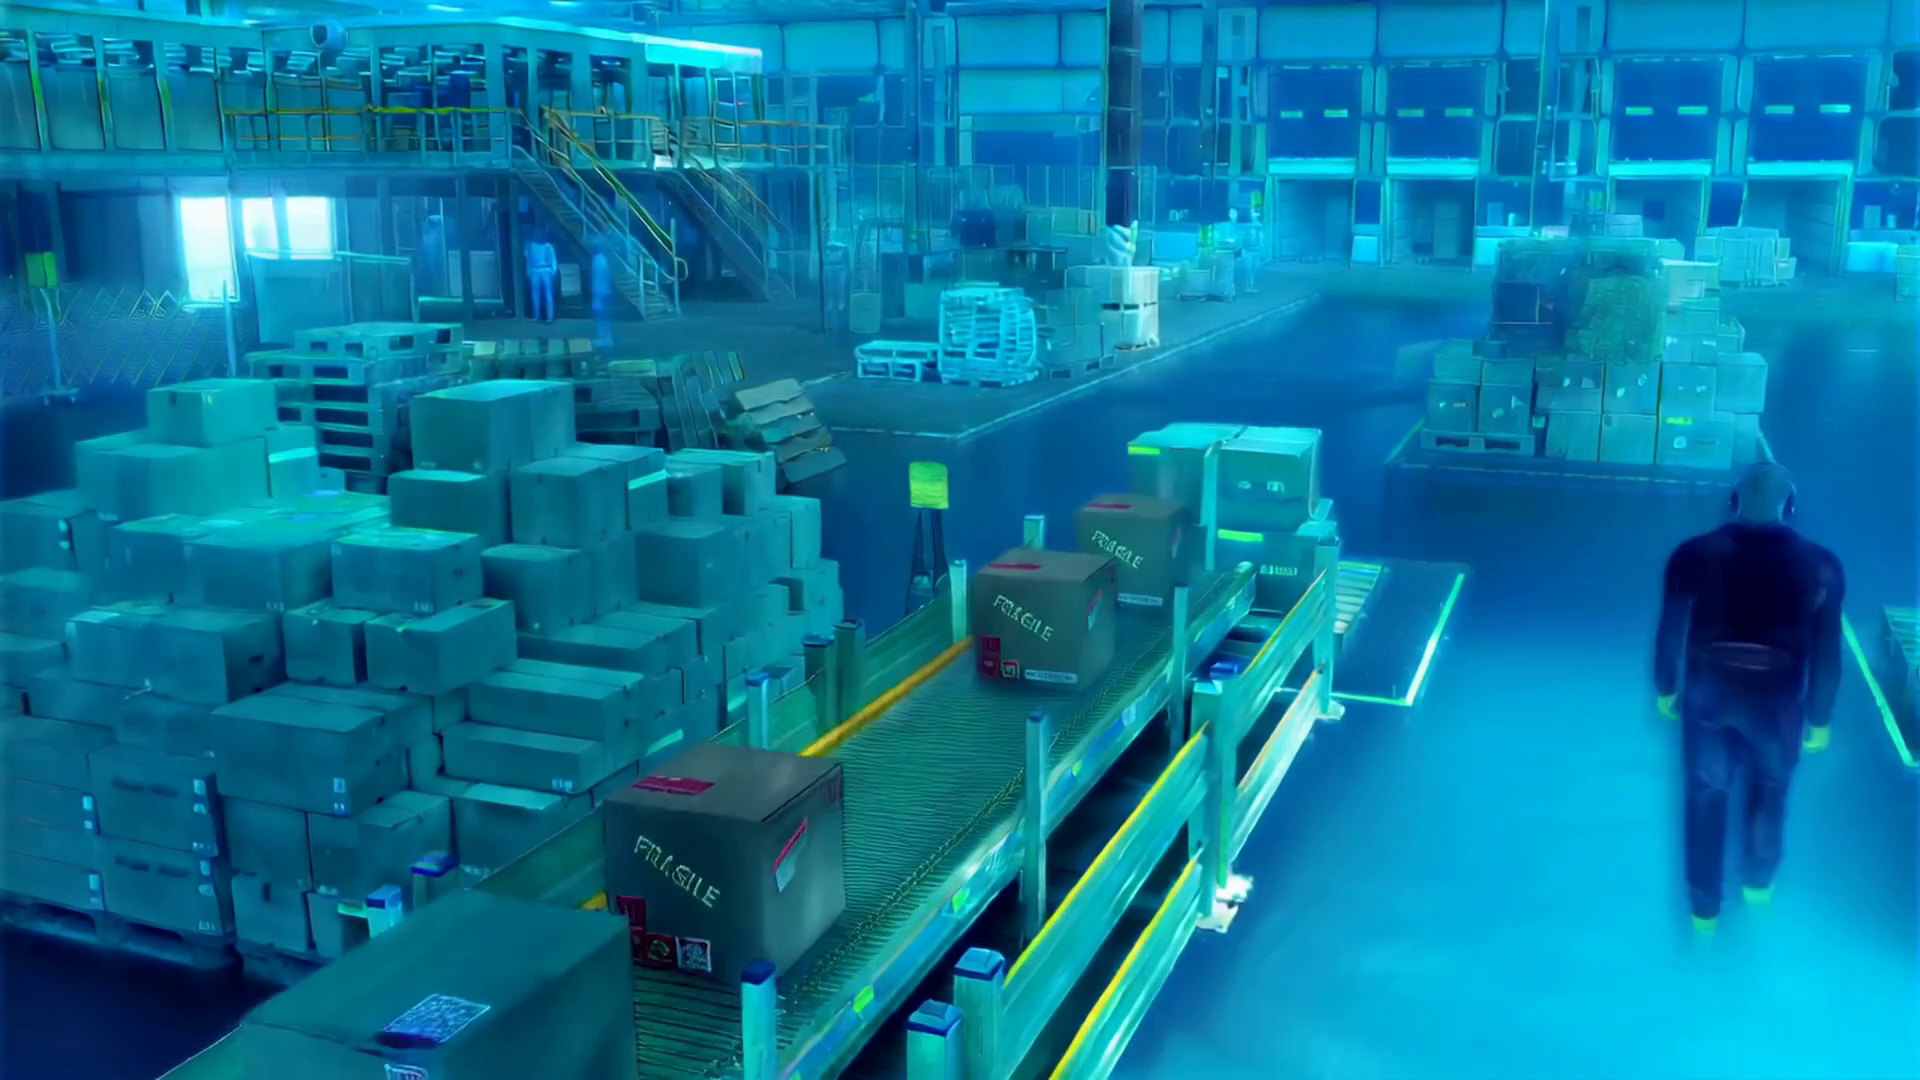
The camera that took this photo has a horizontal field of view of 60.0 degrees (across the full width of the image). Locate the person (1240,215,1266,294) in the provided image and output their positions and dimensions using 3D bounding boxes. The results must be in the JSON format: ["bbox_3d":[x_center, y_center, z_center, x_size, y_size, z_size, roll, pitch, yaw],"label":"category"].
[{"bbox_3d":[7.224,-7.058,41.062,0.608,1.908,1.002,-2,13,-7],"label":"person"}]

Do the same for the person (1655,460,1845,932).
[{"bbox_3d":[3.174,0.601,6.732,0.673,1.881,0.785,7,14,28],"label":"person"}]

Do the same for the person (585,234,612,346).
[{"bbox_3d":[-6.241,-4.276,28.538,0.510,1.915,0.565,-4,13,-19],"label":"person"}]

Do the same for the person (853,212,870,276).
[{"bbox_3d":[-2.808,-8.382,47.180,0.510,1.826,0.737,2,13,7],"label":"person"}]

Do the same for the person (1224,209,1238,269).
[{"bbox_3d":[8.262,-9.203,50.865,0.478,1.829,0.632,6,14,26],"label":"person"}]

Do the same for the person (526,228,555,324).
[{"bbox_3d":[-8.242,-5.187,32.714,0.573,1.883,0.356,0,13,0],"label":"person"}]

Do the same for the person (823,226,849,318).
[{"bbox_3d":[-2.563,-5.464,34.014,0.606,1.850,0.869,3,13,12],"label":"person"}]

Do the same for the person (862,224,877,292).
[{"bbox_3d":[-1.803,-5.441,33.793,0.397,1.911,0.587,0,13,2],"label":"person"}]
